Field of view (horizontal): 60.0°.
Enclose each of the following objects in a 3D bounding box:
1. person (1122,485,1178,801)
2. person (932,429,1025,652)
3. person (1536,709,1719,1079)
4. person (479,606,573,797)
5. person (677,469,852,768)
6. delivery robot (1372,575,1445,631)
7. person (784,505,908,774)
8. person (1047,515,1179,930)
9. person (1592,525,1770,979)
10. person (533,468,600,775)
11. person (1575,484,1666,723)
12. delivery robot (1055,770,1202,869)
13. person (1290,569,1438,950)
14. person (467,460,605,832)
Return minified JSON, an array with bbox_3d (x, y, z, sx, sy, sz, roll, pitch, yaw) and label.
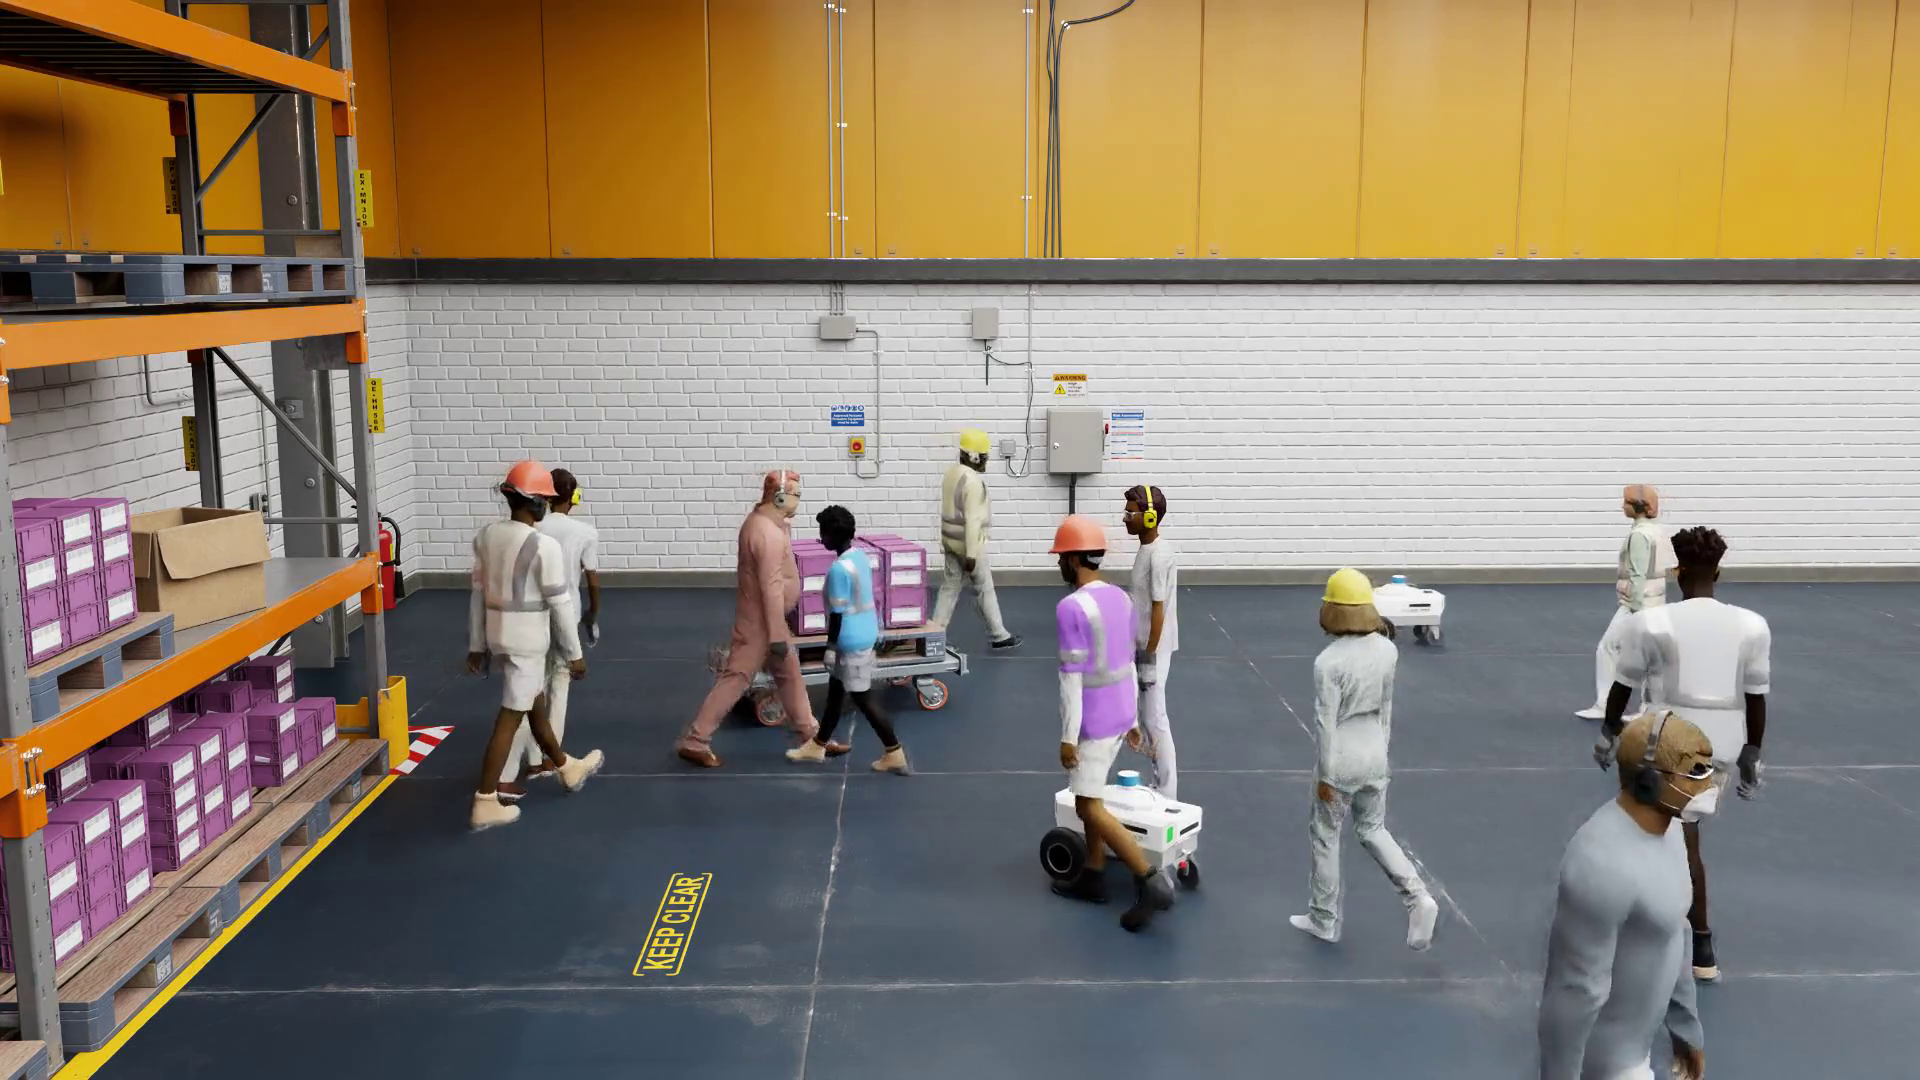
[{"bbox_3d":[1.050,0.617,9.196,0.332,1.864,0.509,0,9,0],"label":"person"},{"bbox_3d":[0.086,0.023,13.087,0.834,1.792,0.644,-4,10,-25],"label":"person"},{"bbox_3d":[1.863,1.384,4.366,0.977,1.895,0.652,6,11,31],"label":"person"},{"bbox_3d":[-2.550,0.680,9.655,0.503,1.612,0.751,4,10,23],"label":"person"},{"bbox_3d":[-1.235,0.486,10.114,1.054,1.855,0.682,-1,9,-8],"label":"person"},{"bbox_3d":[3.535,0.528,13.442,0.707,0.478,0.477,-1,9,-7],"label":"delivery robot"},{"bbox_3d":[-0.667,0.594,9.977,0.799,1.642,0.598,2,9,10],"label":"person"},{"bbox_3d":[0.722,0.837,7.752,0.739,1.901,0.560,6,11,31],"label":"person"},{"bbox_3d":[3.205,0.884,7.405,0.638,1.901,1.031,0,9,2],"label":"person"},{"bbox_3d":[-2.445,0.488,10.020,0.547,1.841,0.436,0,9,-2],"label":"person"},{"bbox_3d":[4.406,0.429,11.060,0.648,1.613,0.547,6,11,33],"label":"person"},{"bbox_3d":[0.827,1.382,8.206,0.707,0.478,0.477,7,11,37],"label":"delivery robot"},{"bbox_3d":[1.789,0.990,7.362,0.479,1.722,0.659,-5,11,-29],"label":"person"},{"bbox_3d":[-2.338,0.552,9.196,0.633,1.983,1.038,7,12,37],"label":"person"}]
